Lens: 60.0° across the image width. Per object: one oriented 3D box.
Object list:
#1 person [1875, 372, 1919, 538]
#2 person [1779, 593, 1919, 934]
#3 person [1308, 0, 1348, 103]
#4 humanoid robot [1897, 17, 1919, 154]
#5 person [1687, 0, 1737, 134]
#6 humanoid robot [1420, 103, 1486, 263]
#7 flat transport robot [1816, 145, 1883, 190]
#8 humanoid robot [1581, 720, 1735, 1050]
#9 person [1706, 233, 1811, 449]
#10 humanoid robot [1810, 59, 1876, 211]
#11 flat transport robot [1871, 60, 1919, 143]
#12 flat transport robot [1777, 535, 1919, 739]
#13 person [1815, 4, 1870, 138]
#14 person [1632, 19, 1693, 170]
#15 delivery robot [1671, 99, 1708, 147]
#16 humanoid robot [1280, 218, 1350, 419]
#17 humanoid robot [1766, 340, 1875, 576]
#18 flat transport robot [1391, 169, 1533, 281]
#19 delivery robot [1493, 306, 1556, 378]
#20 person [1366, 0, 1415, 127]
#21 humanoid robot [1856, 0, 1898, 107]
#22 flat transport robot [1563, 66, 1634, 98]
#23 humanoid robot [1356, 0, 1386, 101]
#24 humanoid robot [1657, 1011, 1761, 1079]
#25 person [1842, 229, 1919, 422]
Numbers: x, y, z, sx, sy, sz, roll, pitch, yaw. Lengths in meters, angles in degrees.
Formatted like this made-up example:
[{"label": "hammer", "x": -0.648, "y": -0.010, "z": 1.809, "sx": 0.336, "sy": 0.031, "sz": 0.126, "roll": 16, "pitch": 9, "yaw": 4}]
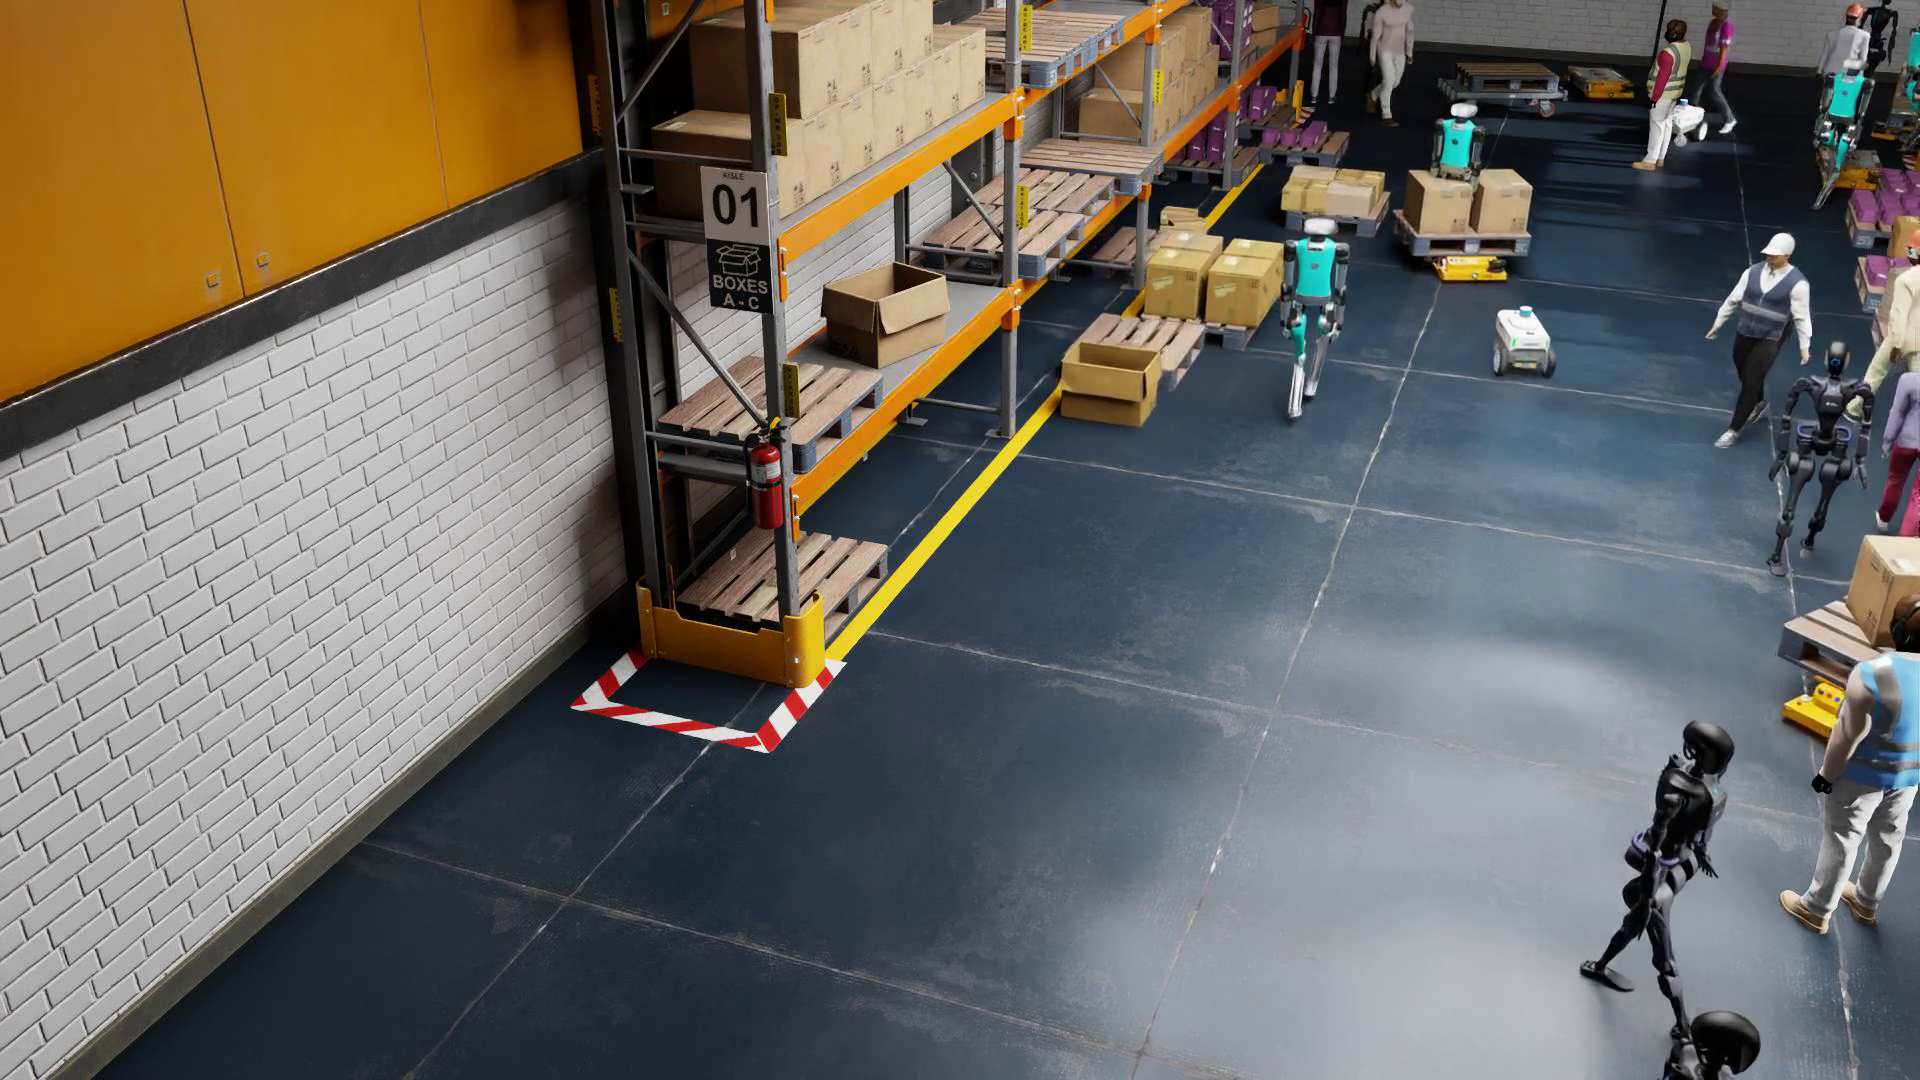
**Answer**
[{"label": "person", "x": 6.724, "y": -0.677, "z": 11.618, "sx": 0.509, "sy": 1.588, "sz": 0.788, "roll": 13, "pitch": 30, "yaw": 24}, {"label": "person", "x": 4.374, "y": 1.073, "z": 7.952, "sx": 0.625, "sy": 1.846, "sz": 0.429, "roll": -6, "pitch": 28, "yaw": -11}, {"label": "person", "x": 5.348, "y": -7.335, "z": 24.143, "sx": 0.490, "sy": 1.953, "sz": 0.417, "roll": 5, "pitch": 28, "yaw": 9}, {"label": "humanoid robot", "x": 12.505, "y": -5.855, "z": 21.501, "sx": 0.699, "sy": 1.782, "sz": 0.539, "roll": 4, "pitch": 28, "yaw": 7}, {"label": "person", "x": 10.299, "y": -6.469, "z": 22.625, "sx": 0.787, "sy": 1.814, "sz": 0.561, "roll": 0, "pitch": 27, "yaw": 0}, {"label": "humanoid robot", "x": 5.215, "y": -3.722, "z": 17.356, "sx": 0.552, "sy": 1.740, "sz": 0.893, "roll": 18, "pitch": 32, "yaw": 31}, {"label": "flat transport robot", "x": 11.109, "y": -4.653, "z": 20.776, "sx": 0.659, "sy": 0.231, "sz": 1.431, "roll": 10, "pitch": 29, "yaw": 19}, {"label": "humanoid robot", "x": 3.209, "y": 1.478, "z": 7.374, "sx": 0.616, "sy": 1.625, "sz": 0.728, "roll": -23, "pitch": 35, "yaw": -37}, {"label": "person", "x": 6.457, "y": -1.647, "z": 13.357, "sx": 0.870, "sy": 1.722, "sz": 0.776, "roll": -19, "pitch": 33, "yaw": -32}, {"label": "humanoid robot", "x": 10.323, "y": -4.761, "z": 19.433, "sx": 0.540, "sy": 1.774, "sz": 1.022, "roll": 22, "pitch": 34, "yaw": 36}, {"label": "flat transport robot", "x": 13.091, "y": -5.479, "z": 22.378, "sx": 1.431, "sy": 0.231, "sz": 0.659, "roll": 15, "pitch": 31, "yaw": 27}, {"label": "flat transport robot", "x": 5.665, "y": 0.921, "z": 9.964, "sx": 1.431, "sy": 0.231, "sz": 0.659, "roll": -16, "pitch": 31, "yaw": -28}, {"label": "person", "x": 11.862, "y": -6.329, "z": 22.428, "sx": 0.577, "sy": 1.724, "sz": 0.665, "roll": 17, "pitch": 32, "yaw": 30}, {"label": "person", "x": 8.821, "y": -5.583, "z": 20.866, "sx": 0.429, "sy": 1.844, "sz": 0.626, "roll": 24, "pitch": 35, "yaw": 38}, {"label": "delivery robot", "x": 9.688, "y": -5.605, "z": 22.332, "sx": 0.785, "sy": 0.614, "sz": 0.516, "roll": -22, "pitch": 35, "yaw": -36}, {"label": "humanoid robot", "x": 2.936, "y": -1.885, "z": 13.844, "sx": 0.539, "sy": 1.753, "sz": 1.046, "roll": 7, "pitch": 28, "yaw": 14}, {"label": "humanoid robot", "x": 5.884, "y": -0.563, "z": 11.342, "sx": 0.613, "sy": 1.643, "sz": 0.609, "roll": 11, "pitch": 29, "yaw": 20}, {"label": "flat transport robot", "x": 5.284, "y": -3.064, "z": 17.695, "sx": 0.659, "sy": 0.231, "sz": 1.431, "roll": 0, "pitch": 27, "yaw": 0}, {"label": "delivery robot", "x": 5.038, "y": -1.803, "z": 14.928, "sx": 0.499, "sy": 0.587, "sz": 0.762, "roll": 2, "pitch": 27, "yaw": 4}, {"label": "person", "x": 5.941, "y": -6.765, "z": 23.083, "sx": 0.627, "sy": 1.913, "sz": 0.804, "roll": -11, "pitch": 29, "yaw": -20}, {"label": "humanoid robot", "x": 13.214, "y": -7.130, "z": 24.098, "sx": 0.771, "sy": 1.634, "sz": 0.610, "roll": -16, "pitch": 31, "yaw": -29}, {"label": "flat transport robot", "x": 9.675, "y": -6.938, "z": 25.208, "sx": 0.659, "sy": 0.231, "sz": 1.431, "roll": 1, "pitch": 27, "yaw": 3}, {"label": "humanoid robot", "x": 6.131, "y": -7.278, "z": 24.341, "sx": 0.612, "sy": 1.650, "sz": 0.360, "roll": 2, "pitch": 27, "yaw": 4}, {"label": "humanoid robot", "x": 2.487, "y": 2.282, "z": 5.786, "sx": 0.310, "sy": 1.657, "sz": 0.611, "roll": 2, "pitch": 27, "yaw": 3}, {"label": "person", "x": 7.629, "y": -1.640, "z": 13.375, "sx": 0.576, "sy": 1.684, "sz": 0.929, "roll": -8, "pitch": 28, "yaw": -16}]
